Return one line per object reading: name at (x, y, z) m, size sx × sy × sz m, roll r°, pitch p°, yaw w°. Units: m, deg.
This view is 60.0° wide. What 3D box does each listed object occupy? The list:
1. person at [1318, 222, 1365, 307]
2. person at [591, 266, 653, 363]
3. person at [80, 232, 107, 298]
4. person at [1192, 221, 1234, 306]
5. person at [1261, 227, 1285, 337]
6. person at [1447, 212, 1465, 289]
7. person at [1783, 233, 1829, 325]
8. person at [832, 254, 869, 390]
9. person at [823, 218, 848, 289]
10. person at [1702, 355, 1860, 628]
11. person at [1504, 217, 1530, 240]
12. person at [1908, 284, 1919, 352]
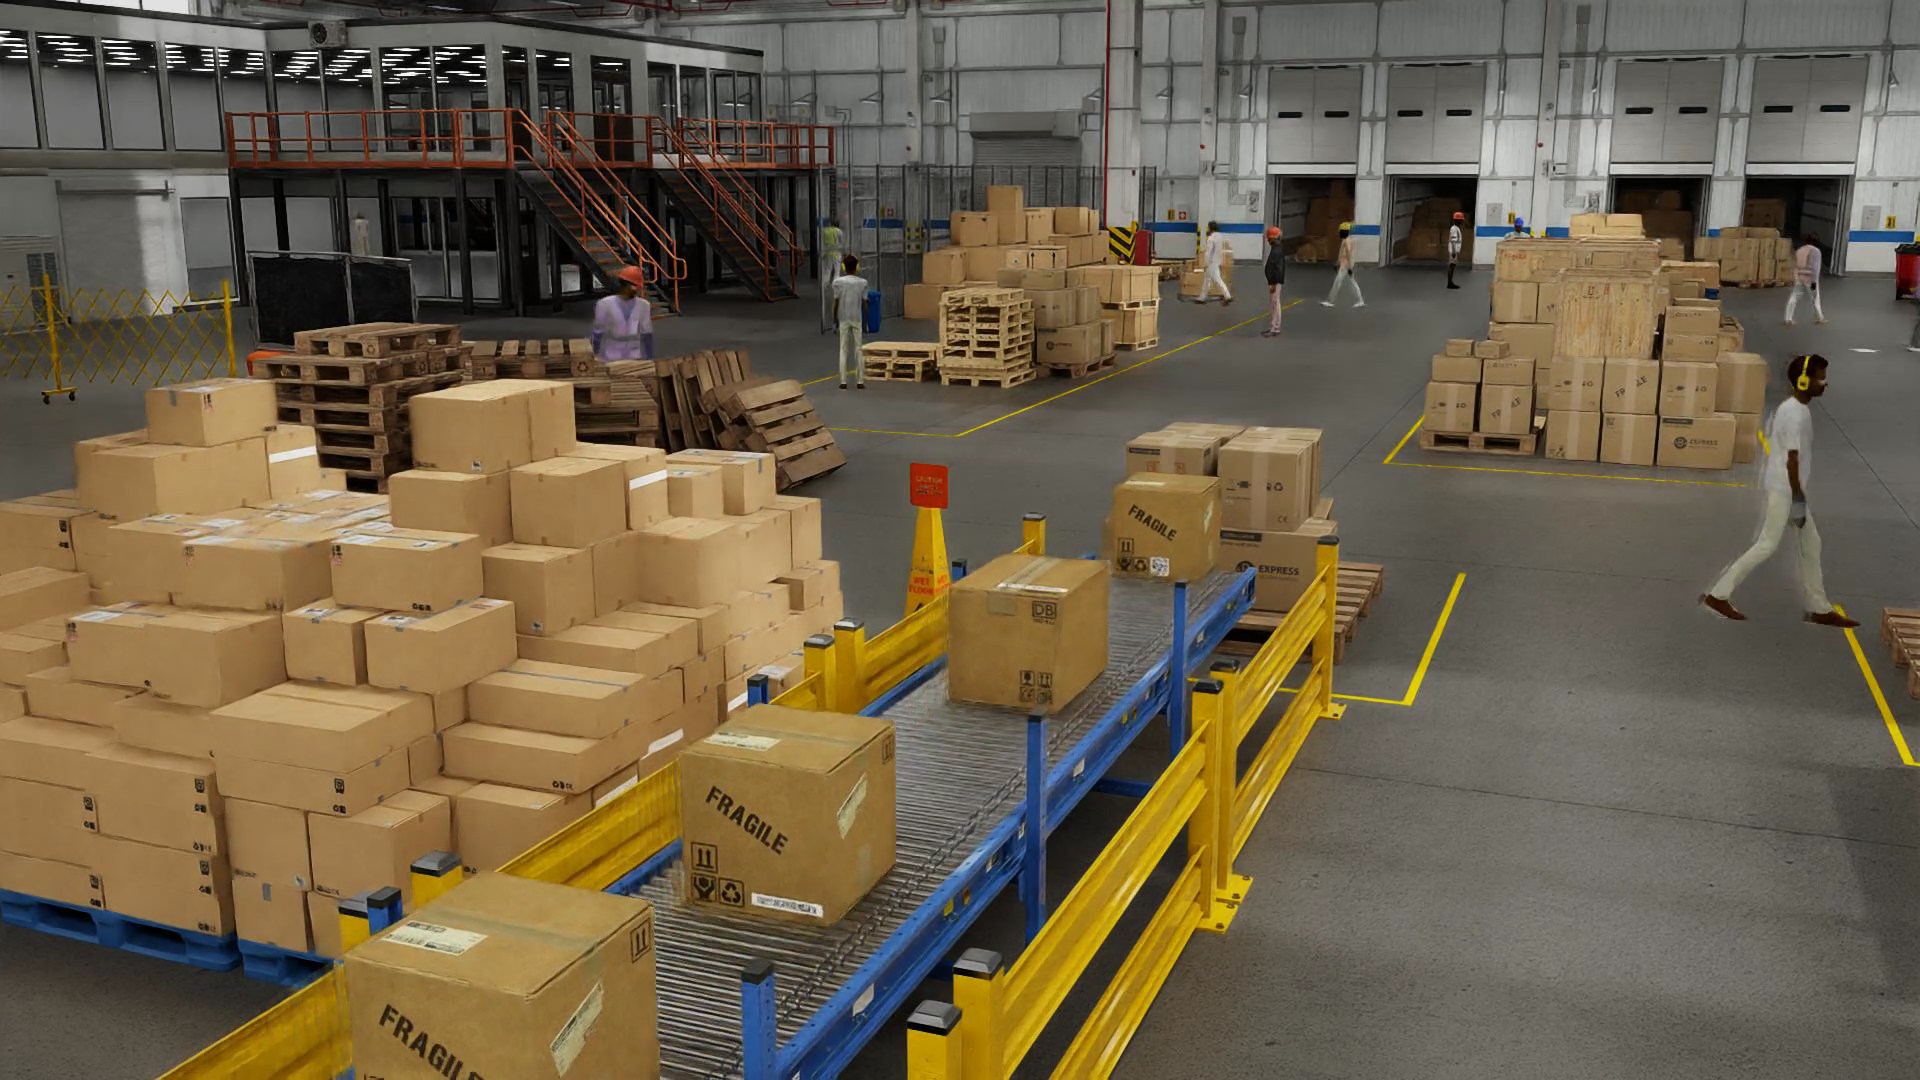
person at (8.482, -6.054, 36.628) m, size 1.015 × 1.873 × 0.585 m, roll 3°, pitch 13°, yaw 14°
person at (-3.636, -1.969, 18.013) m, size 0.634 × 1.994 × 0.553 m, roll -7°, pitch 14°, yaw -29°
person at (-19.818, -6.359, 37.968) m, size 0.648 × 1.878 × 0.846 m, roll -4°, pitch 13°, yaw -18°
person at (5.717, -6.179, 37.154) m, size 1.023 × 1.898 × 0.640 m, roll 7°, pitch 14°, yaw 28°
person at (5.693, -4.677, 30.187) m, size 0.387 × 1.988 × 0.608 m, roll 2°, pitch 13°, yaw 7°
person at (12.649, -7.384, 42.439) m, size 0.371 × 1.939 × 0.543 m, roll 5°, pitch 14°, yaw 23°
person at (16.523, -5.066, 32.381) m, size 0.949 × 1.792 × 0.644 m, roll -3°, pitch 13°, yaw -14°
person at (-1.513, -2.997, 22.951) m, size 0.503 × 1.861 × 0.328 m, roll -2°, pitch 13°, yaw -9°
person at (-3.152, -7.227, 42.029) m, size 0.659 × 1.808 × 0.529 m, roll 9°, pitch 15°, yaw 34°
person at (5.506, -0.326, 11.047) m, size 0.948 × 1.827 × 0.538 m, roll 7°, pitch 15°, yaw 30°
person at (12.541, -6.294, 37.526) m, size 0.605 × 1.948 × 0.391 m, roll 0°, pitch 13°, yaw 0°
person at (16.075, -4.034, 27.532) m, size 0.515 × 1.881 × 0.634 m, roll 8°, pitch 15°, yaw 33°
